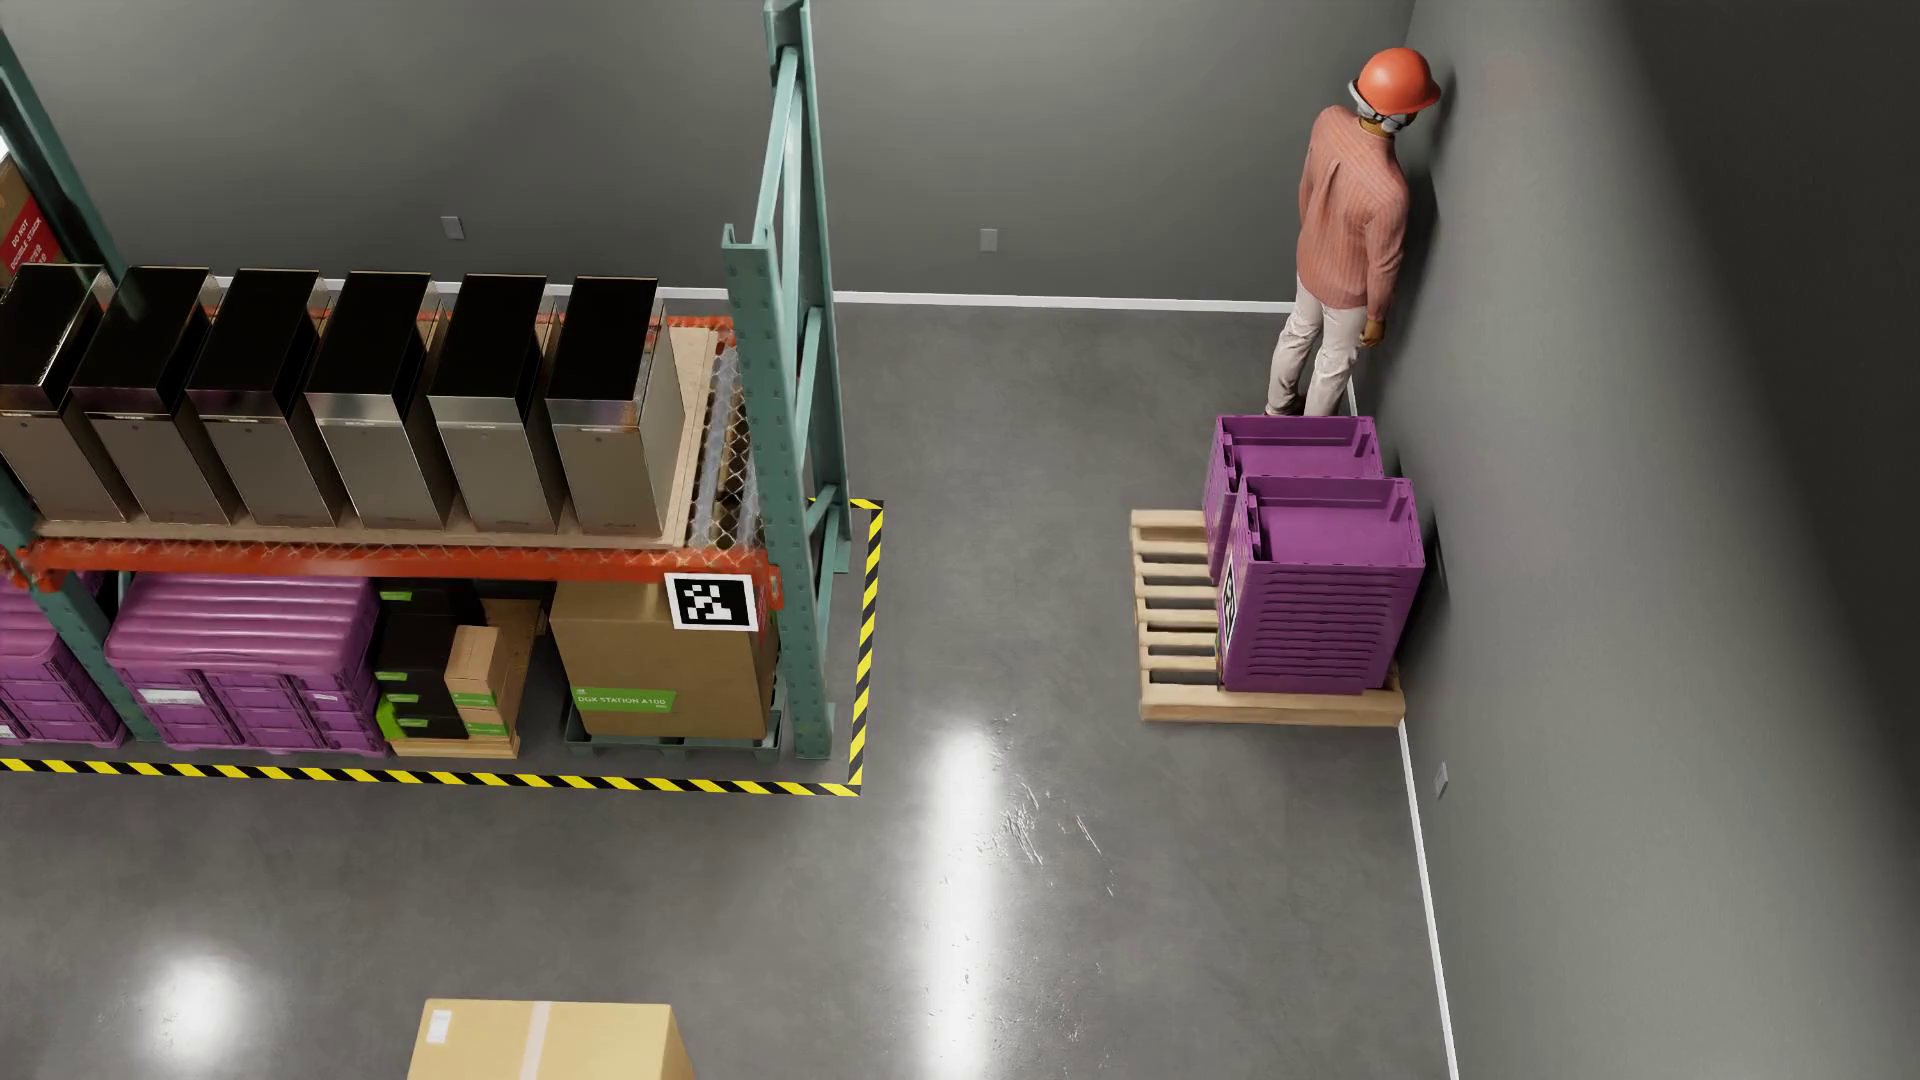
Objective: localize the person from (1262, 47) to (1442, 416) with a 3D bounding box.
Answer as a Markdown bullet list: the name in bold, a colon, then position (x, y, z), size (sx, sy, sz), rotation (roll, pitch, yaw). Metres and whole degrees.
- **person**: position (1.504, -1.053, 6.486), size (0.382, 1.995, 0.612), rotation (-18, 54, -13)
